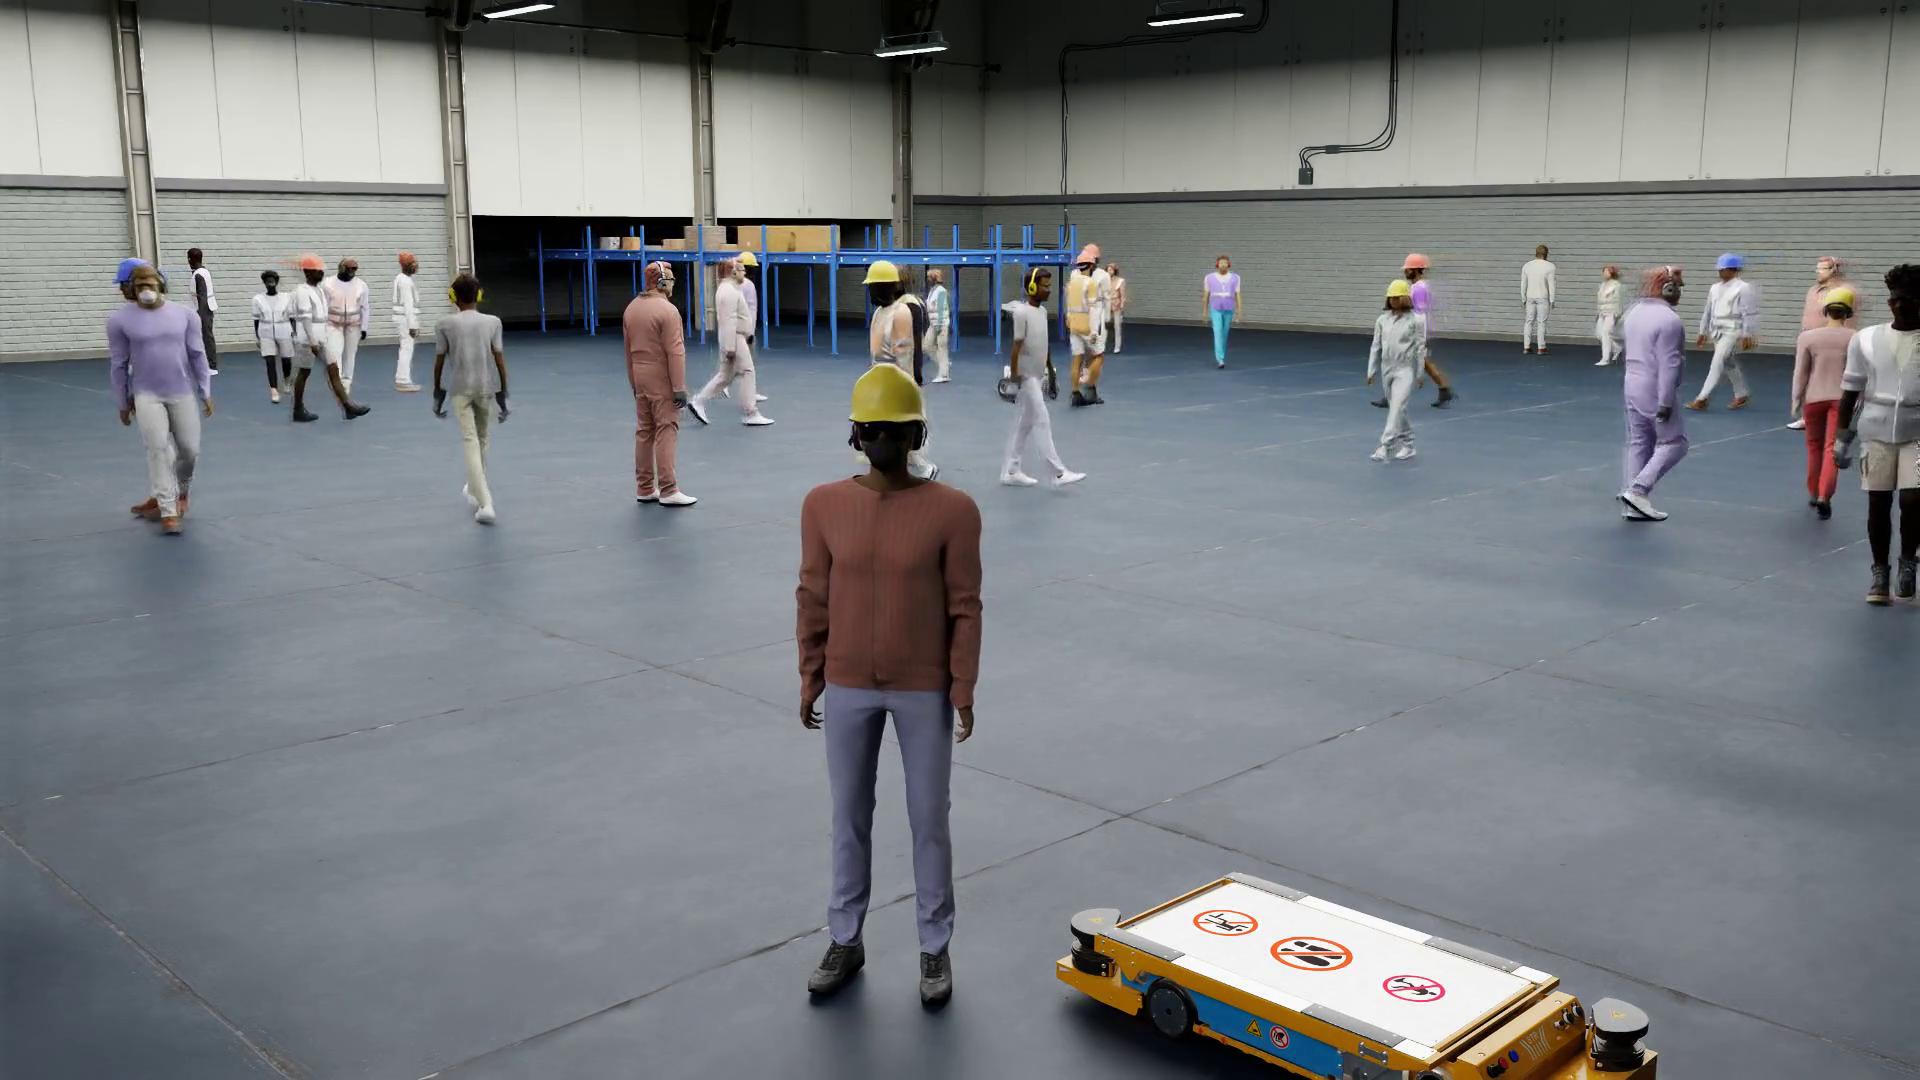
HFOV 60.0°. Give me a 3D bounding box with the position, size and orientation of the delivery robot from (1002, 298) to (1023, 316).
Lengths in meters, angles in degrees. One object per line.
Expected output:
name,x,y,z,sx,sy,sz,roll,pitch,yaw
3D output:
delivery robot,1.381,-5.810,41.623,0.477,0.478,0.707,-10,14,-44

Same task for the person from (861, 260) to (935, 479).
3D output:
person,-0.526,-1.236,13.110,0.495,1.912,0.603,-5,11,-24

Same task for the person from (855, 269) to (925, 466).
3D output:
person,-0.671,-1.573,15.235,0.852,1.807,0.666,-4,11,-21

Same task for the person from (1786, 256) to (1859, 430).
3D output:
person,9.452,-2.145,18.140,0.616,1.889,0.649,-1,10,-7

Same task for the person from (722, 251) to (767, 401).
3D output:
person,-2.794,-2.701,21.130,0.653,1.911,0.595,-6,12,-30

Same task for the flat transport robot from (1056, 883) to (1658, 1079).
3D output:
flat transport robot,1.002,1.205,4.401,0.652,0.197,1.431,-10,14,-44

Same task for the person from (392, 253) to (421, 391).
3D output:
person,-7.607,-2.966,22.708,0.457,1.870,0.623,-5,12,-26

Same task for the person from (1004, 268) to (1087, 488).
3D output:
person,0.717,-1.343,13.937,0.862,1.834,0.564,5,11,25

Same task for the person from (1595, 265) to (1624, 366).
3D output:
person,10.571,-3.639,26.981,0.466,1.629,0.520,-2,11,-9

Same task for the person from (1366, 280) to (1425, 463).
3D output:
person,4.078,-1.579,15.579,0.501,1.691,0.921,10,14,43

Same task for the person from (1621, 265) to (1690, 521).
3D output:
person,5.143,-1.069,12.276,0.422,1.893,0.645,-1,10,-7

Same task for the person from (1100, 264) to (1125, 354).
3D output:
person,2.702,-4.120,29.714,0.516,1.595,0.855,4,11,20

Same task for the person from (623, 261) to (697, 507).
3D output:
person,-2.353,-1.229,13.098,0.651,1.906,0.402,10,14,44

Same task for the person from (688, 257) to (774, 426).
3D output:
person,-2.585,-2.211,18.546,0.884,1.877,0.651,-3,11,-13

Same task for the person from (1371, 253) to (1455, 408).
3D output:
person,5.653,-2.572,20.474,0.980,1.898,0.546,3,11,16

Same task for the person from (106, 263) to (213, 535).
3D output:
person,-5.763,-1.029,12.009,0.659,1.918,0.724,-6,12,-29

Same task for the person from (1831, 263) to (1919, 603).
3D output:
person,5.352,-0.593,9.495,0.643,1.947,0.461,9,13,39

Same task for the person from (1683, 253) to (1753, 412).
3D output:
person,9.253,-2.510,20.127,1.017,1.896,0.637,-3,11,-15

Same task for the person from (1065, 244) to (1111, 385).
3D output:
person,1.909,-3.294,24.139,0.603,2.010,1.016,6,12,29

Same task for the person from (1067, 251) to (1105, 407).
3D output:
person,1.569,-2.613,20.636,0.555,1.905,0.588,-7,13,-34

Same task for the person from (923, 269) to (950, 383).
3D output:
person,-0.327,-3.083,23.947,0.365,1.624,0.565,-4,11,-22

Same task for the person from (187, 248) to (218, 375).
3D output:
person,-11.535,-3.483,25.368,0.398,1.915,0.588,-4,11,-20

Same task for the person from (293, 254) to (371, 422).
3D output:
person,-7.227,-2.284,18.881,0.969,1.887,0.565,1,10,6

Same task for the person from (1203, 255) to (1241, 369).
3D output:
person,4.214,-3.665,26.693,0.581,1.799,0.955,0,10,-1

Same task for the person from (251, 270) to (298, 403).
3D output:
person,-8.752,-2.614,21.268,0.539,1.672,0.650,-3,11,-18

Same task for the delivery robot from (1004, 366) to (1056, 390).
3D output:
delivery robot,0.916,-2.162,21.730,0.477,0.478,0.707,-10,14,-44

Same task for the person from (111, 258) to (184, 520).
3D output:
person,-6.081,-1.140,12.507,0.407,1.944,0.639,-8,13,-37

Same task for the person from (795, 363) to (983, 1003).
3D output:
person,-0.200,0.399,4.595,0.527,1.772,0.305,2,11,10

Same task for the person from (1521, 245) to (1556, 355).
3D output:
person,10.339,-4.295,29.732,0.354,1.936,0.636,-10,14,-44

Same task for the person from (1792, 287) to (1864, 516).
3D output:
person,6.669,-1.072,12.745,0.537,1.723,0.894,6,12,31

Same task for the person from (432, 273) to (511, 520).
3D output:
person,-3.699,-1.084,12.525,0.527,1.822,0.978,-6,12,-28

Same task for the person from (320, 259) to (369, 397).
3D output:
person,-8.084,-2.783,21.876,0.652,1.795,0.896,-5,12,-27
